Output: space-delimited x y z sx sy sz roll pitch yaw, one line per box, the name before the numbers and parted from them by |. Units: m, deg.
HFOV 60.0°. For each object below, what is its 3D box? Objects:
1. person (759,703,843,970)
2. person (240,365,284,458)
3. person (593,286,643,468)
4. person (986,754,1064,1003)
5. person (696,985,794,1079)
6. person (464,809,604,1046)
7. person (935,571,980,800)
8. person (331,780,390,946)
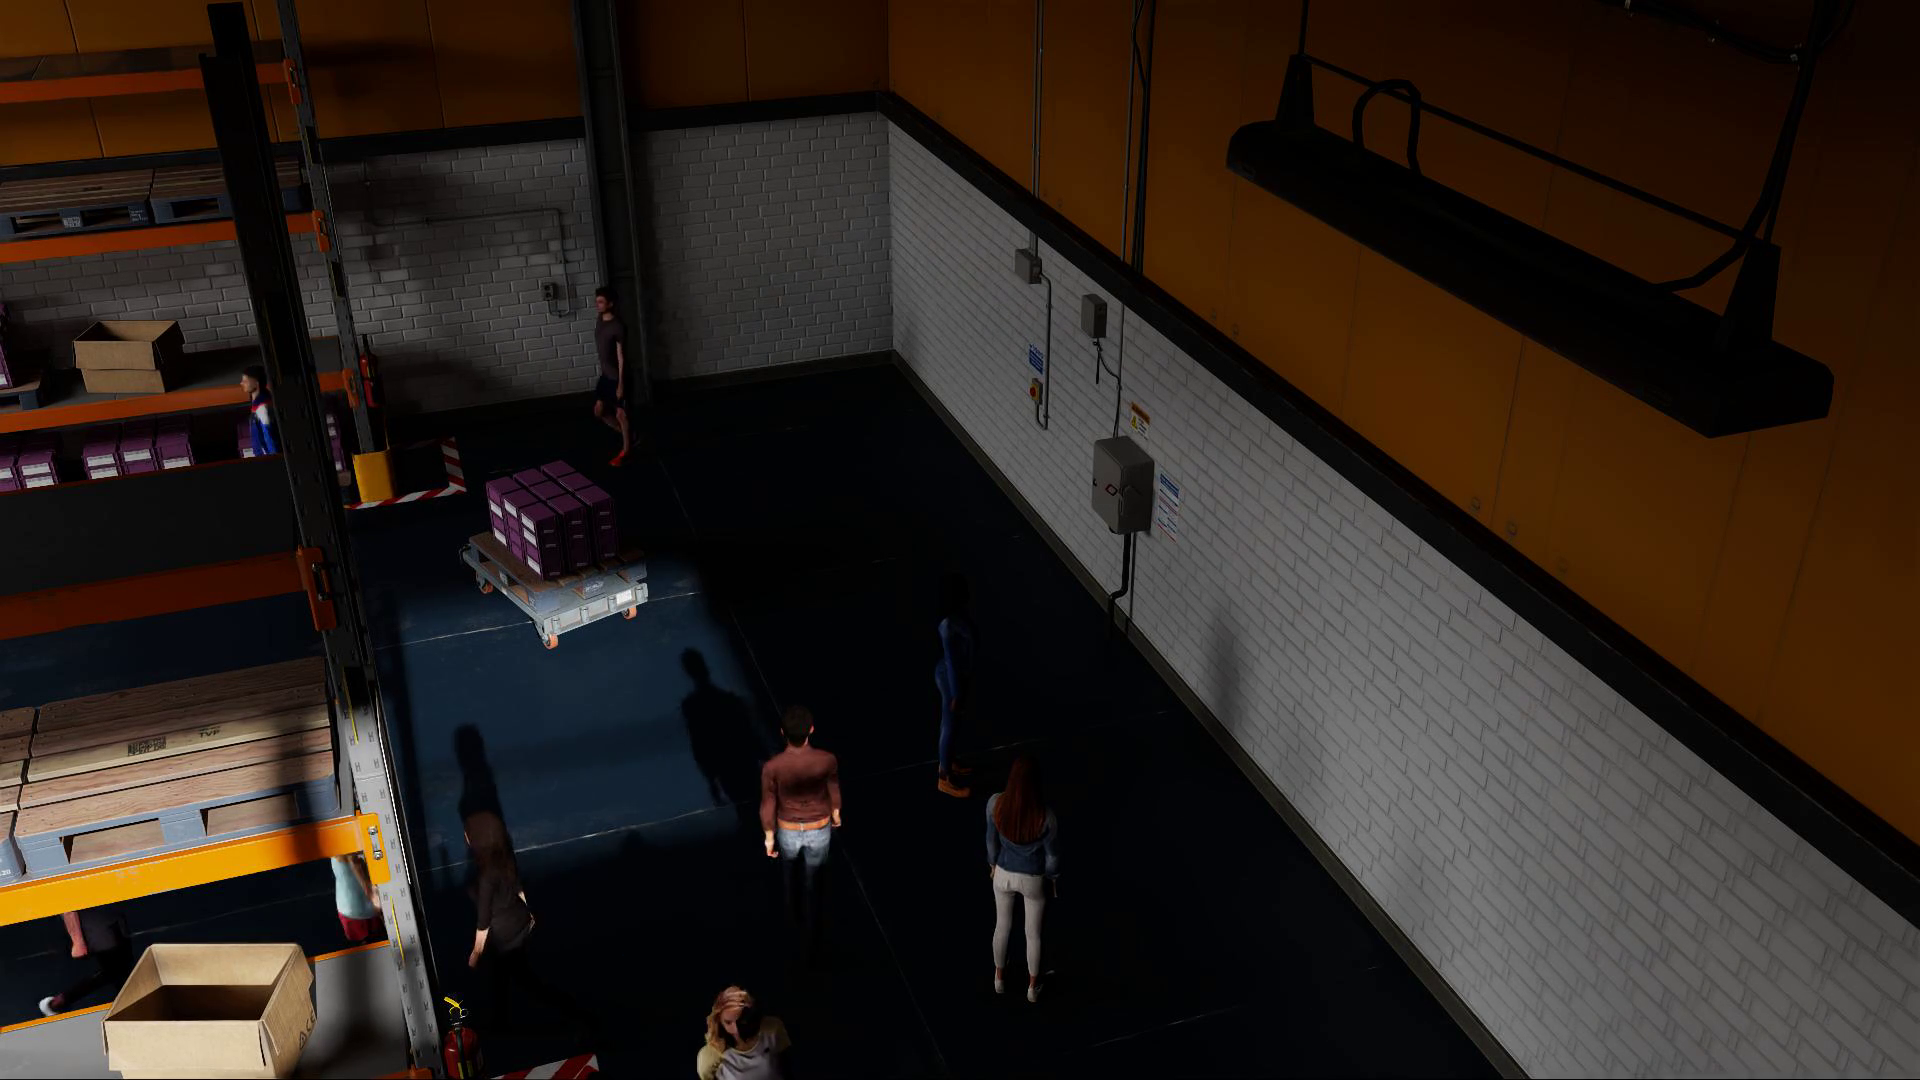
person | -0.933 1.818 9.971 0.918 1.752 0.853 -2 29 -3
person | -5.954 -0.724 14.650 1.059 1.735 0.701 -13 31 -23
person | -3.269 -1.598 16.139 0.801 1.844 0.781 -23 36 -35
person | 0.360 1.980 9.727 0.673 1.702 0.745 11 30 19
person | -1.063 2.808 8.214 0.968 1.697 0.871 -20 34 -32
person | -2.465 2.225 9.374 1.124 1.610 0.784 -1 29 -2
person | -0.044 0.976 11.556 0.667 1.712 0.677 3 29 6
person | -3.469 2.094 9.463 0.659 1.755 0.609 -12 31 -21
